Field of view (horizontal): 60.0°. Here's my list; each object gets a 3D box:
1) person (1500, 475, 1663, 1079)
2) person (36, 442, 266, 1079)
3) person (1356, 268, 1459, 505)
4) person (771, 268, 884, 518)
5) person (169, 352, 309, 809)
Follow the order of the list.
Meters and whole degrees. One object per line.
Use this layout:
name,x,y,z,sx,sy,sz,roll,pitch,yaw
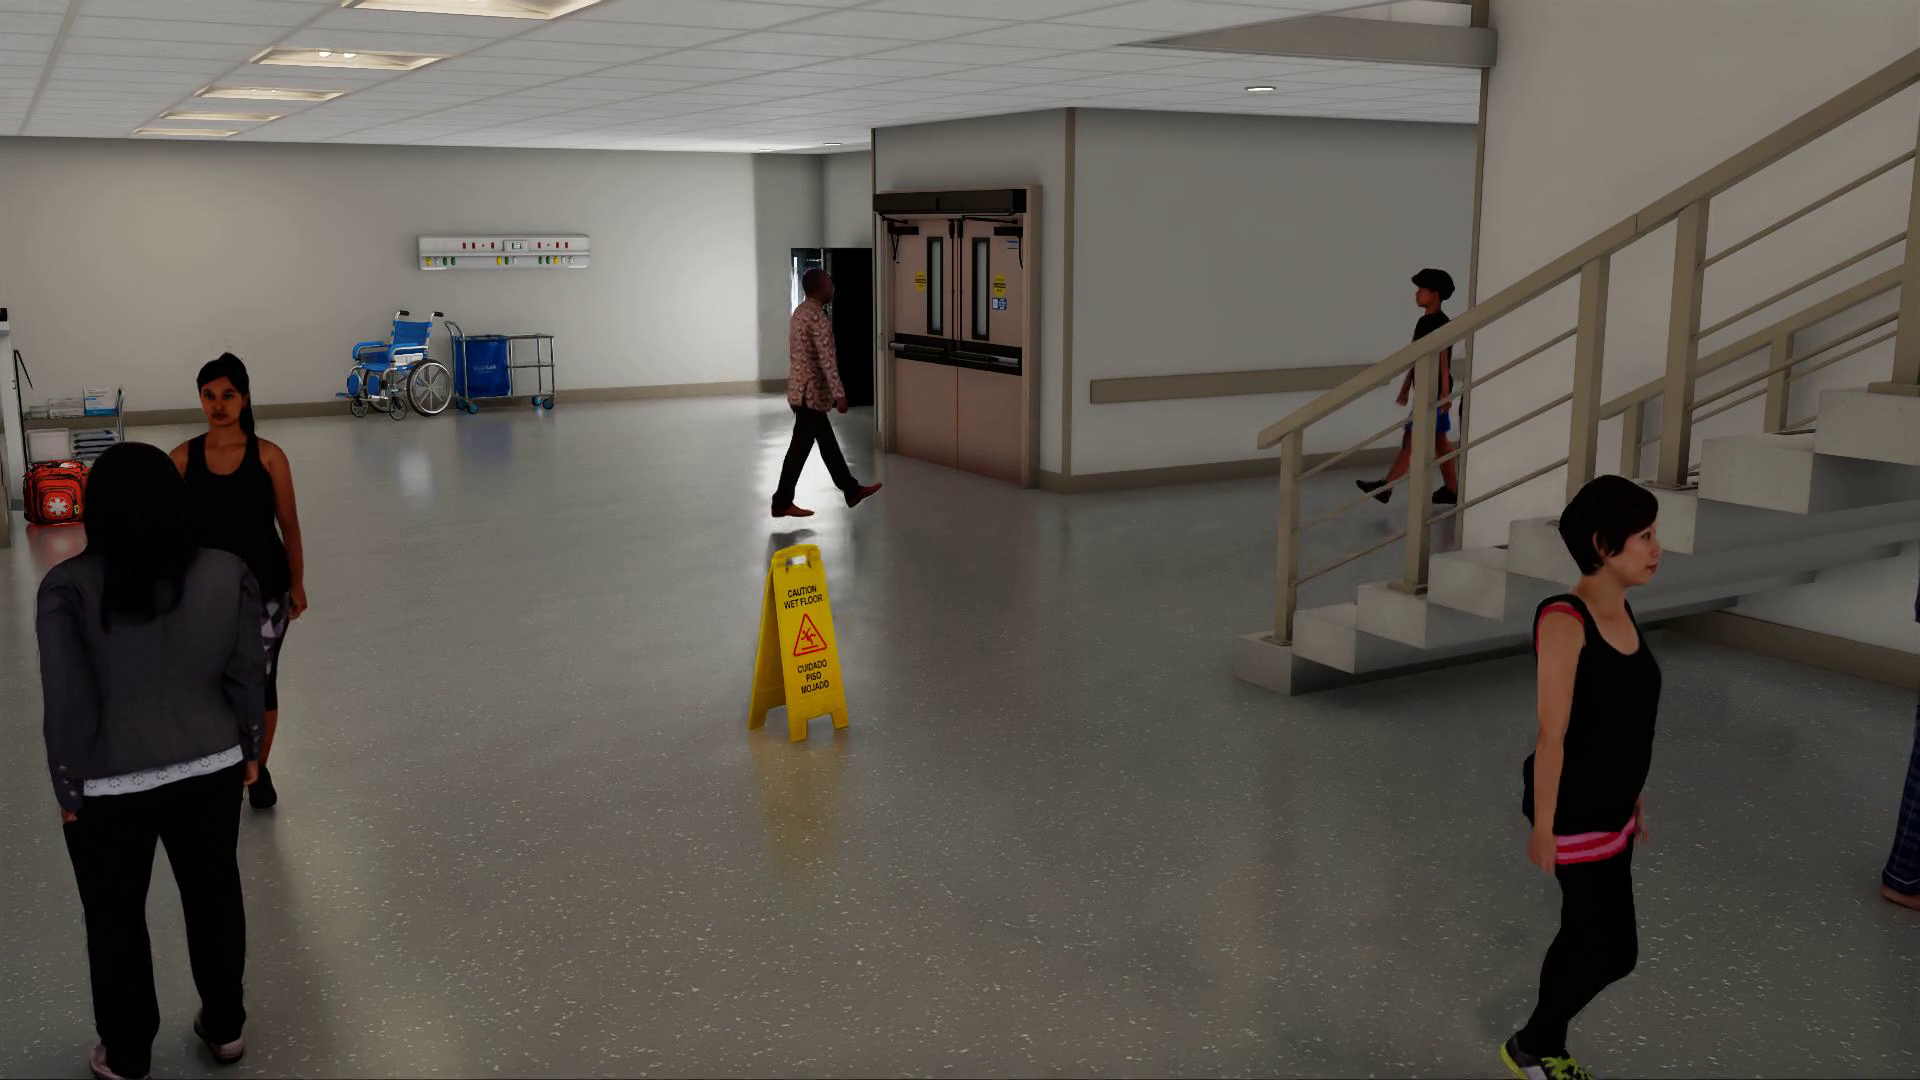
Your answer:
person,1.409,0.612,3.941,0.647,1.540,0.630,9,14,40
person,-1.980,0.555,4.096,0.726,1.595,0.726,-10,14,-41
person,3.597,-1.105,12.393,1.021,1.763,1.097,0,11,-2
person,-1.149,-1.015,11.916,0.913,1.765,1.124,-4,11,-20
person,-2.606,0.157,6.046,0.645,1.651,0.709,-4,11,-21
